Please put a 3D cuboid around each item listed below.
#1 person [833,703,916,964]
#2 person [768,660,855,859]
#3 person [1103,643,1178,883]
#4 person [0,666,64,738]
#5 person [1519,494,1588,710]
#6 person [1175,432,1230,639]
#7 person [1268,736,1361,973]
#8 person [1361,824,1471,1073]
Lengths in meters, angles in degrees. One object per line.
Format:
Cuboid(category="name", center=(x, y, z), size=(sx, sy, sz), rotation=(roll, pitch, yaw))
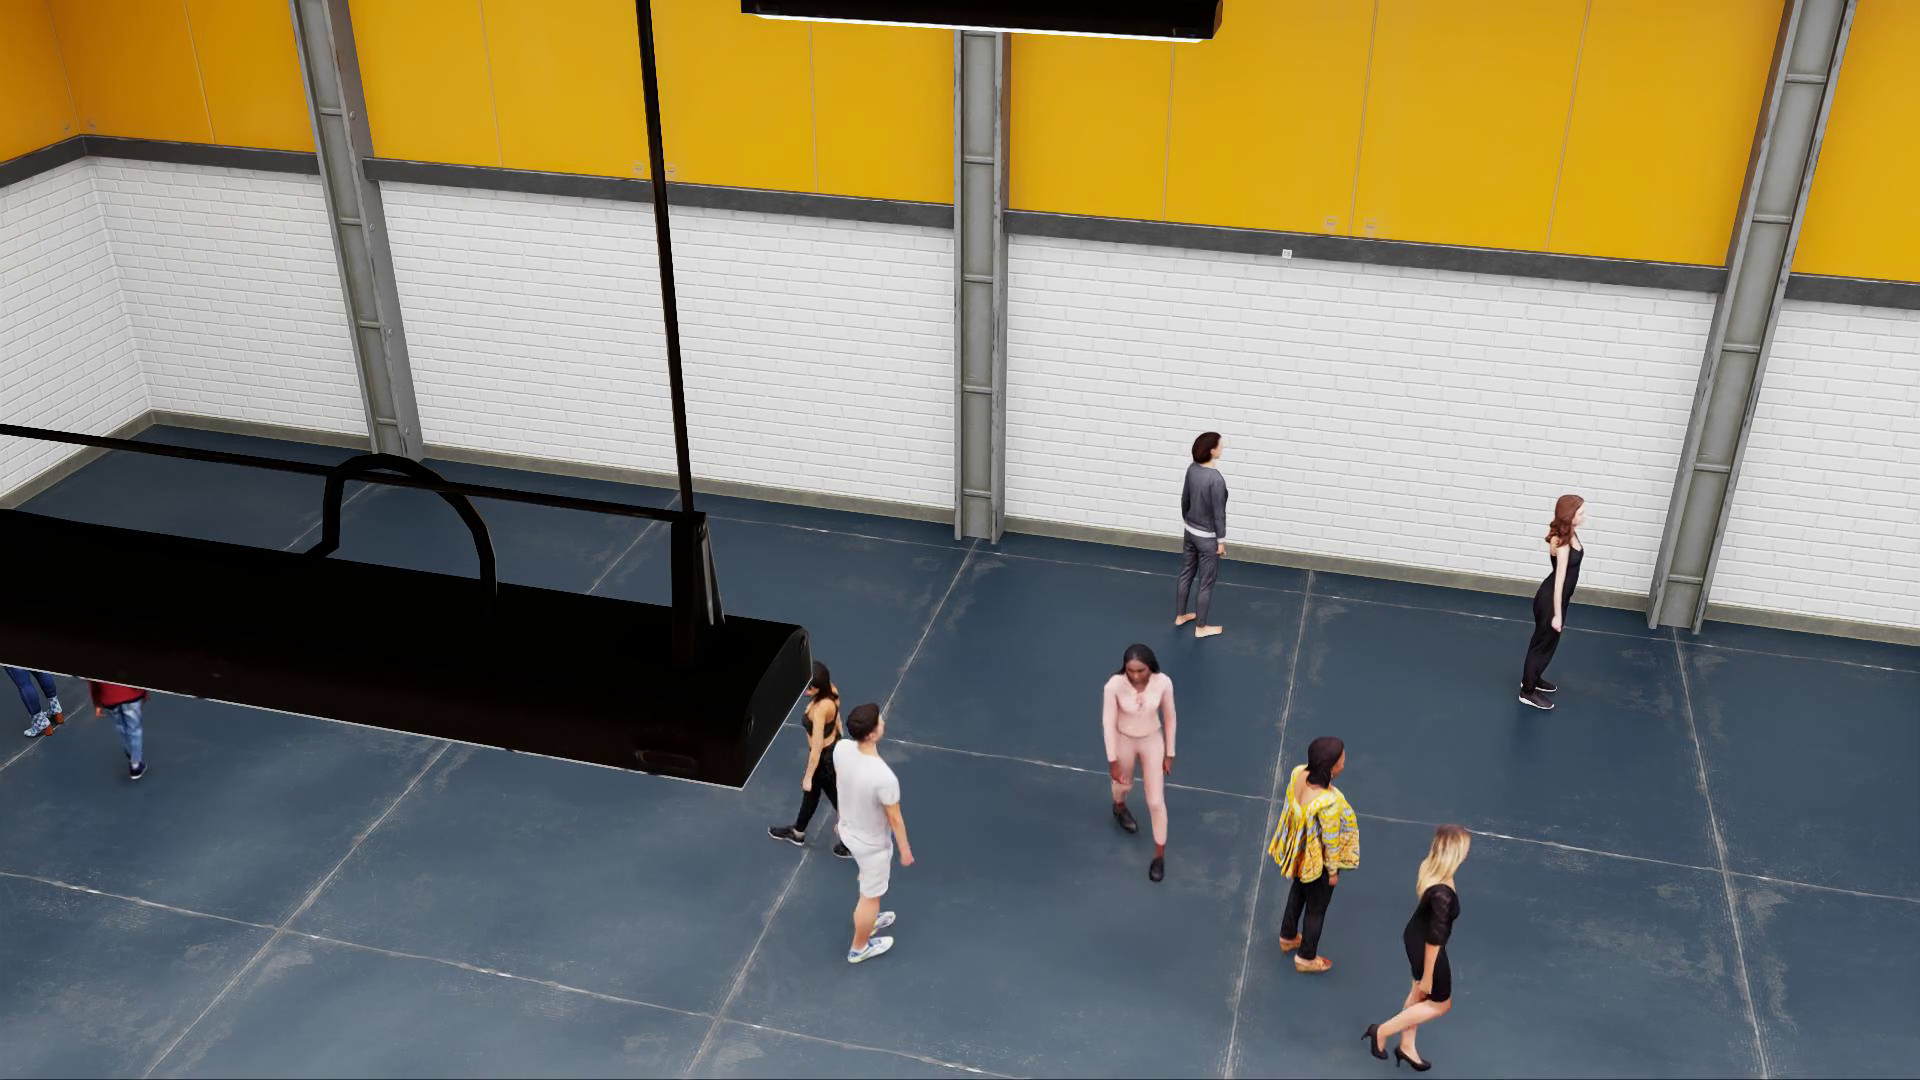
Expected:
Cuboid(category="person", center=(-0.630, 1.800, 9.986), size=(0.900, 1.841, 0.821), rotation=(-21, 35, -33))
Cuboid(category="person", center=(-0.774, 1.455, 10.865), size=(0.970, 1.605, 0.683), rotation=(4, 29, 7))
Cuboid(category="person", center=(1.134, 1.348, 10.988), size=(1.060, 1.677, 0.912), rotation=(-4, 29, -8))
Cuboid(category="person", center=(-6.942, 0.715, 12.209), size=(0.576, 1.618, 0.633), rotation=(4, 29, 7))
Cuboid(category="person", center=(4.482, 0.441, 12.576), size=(0.570, 1.748, 0.618), rotation=(12, 31, 22))
Cuboid(category="person", center=(1.962, -0.060, 13.471), size=(0.742, 1.770, 0.666), rotation=(-18, 33, -29))
Cuboid(category="person", center=(2.118, 1.897, 10.008), size=(0.915, 1.651, 0.866), rotation=(-8, 30, -14))
Cuboid(category="person", center=(2.516, 2.296, 9.273), size=(0.709, 1.653, 0.643), rotation=(5, 29, 9))
